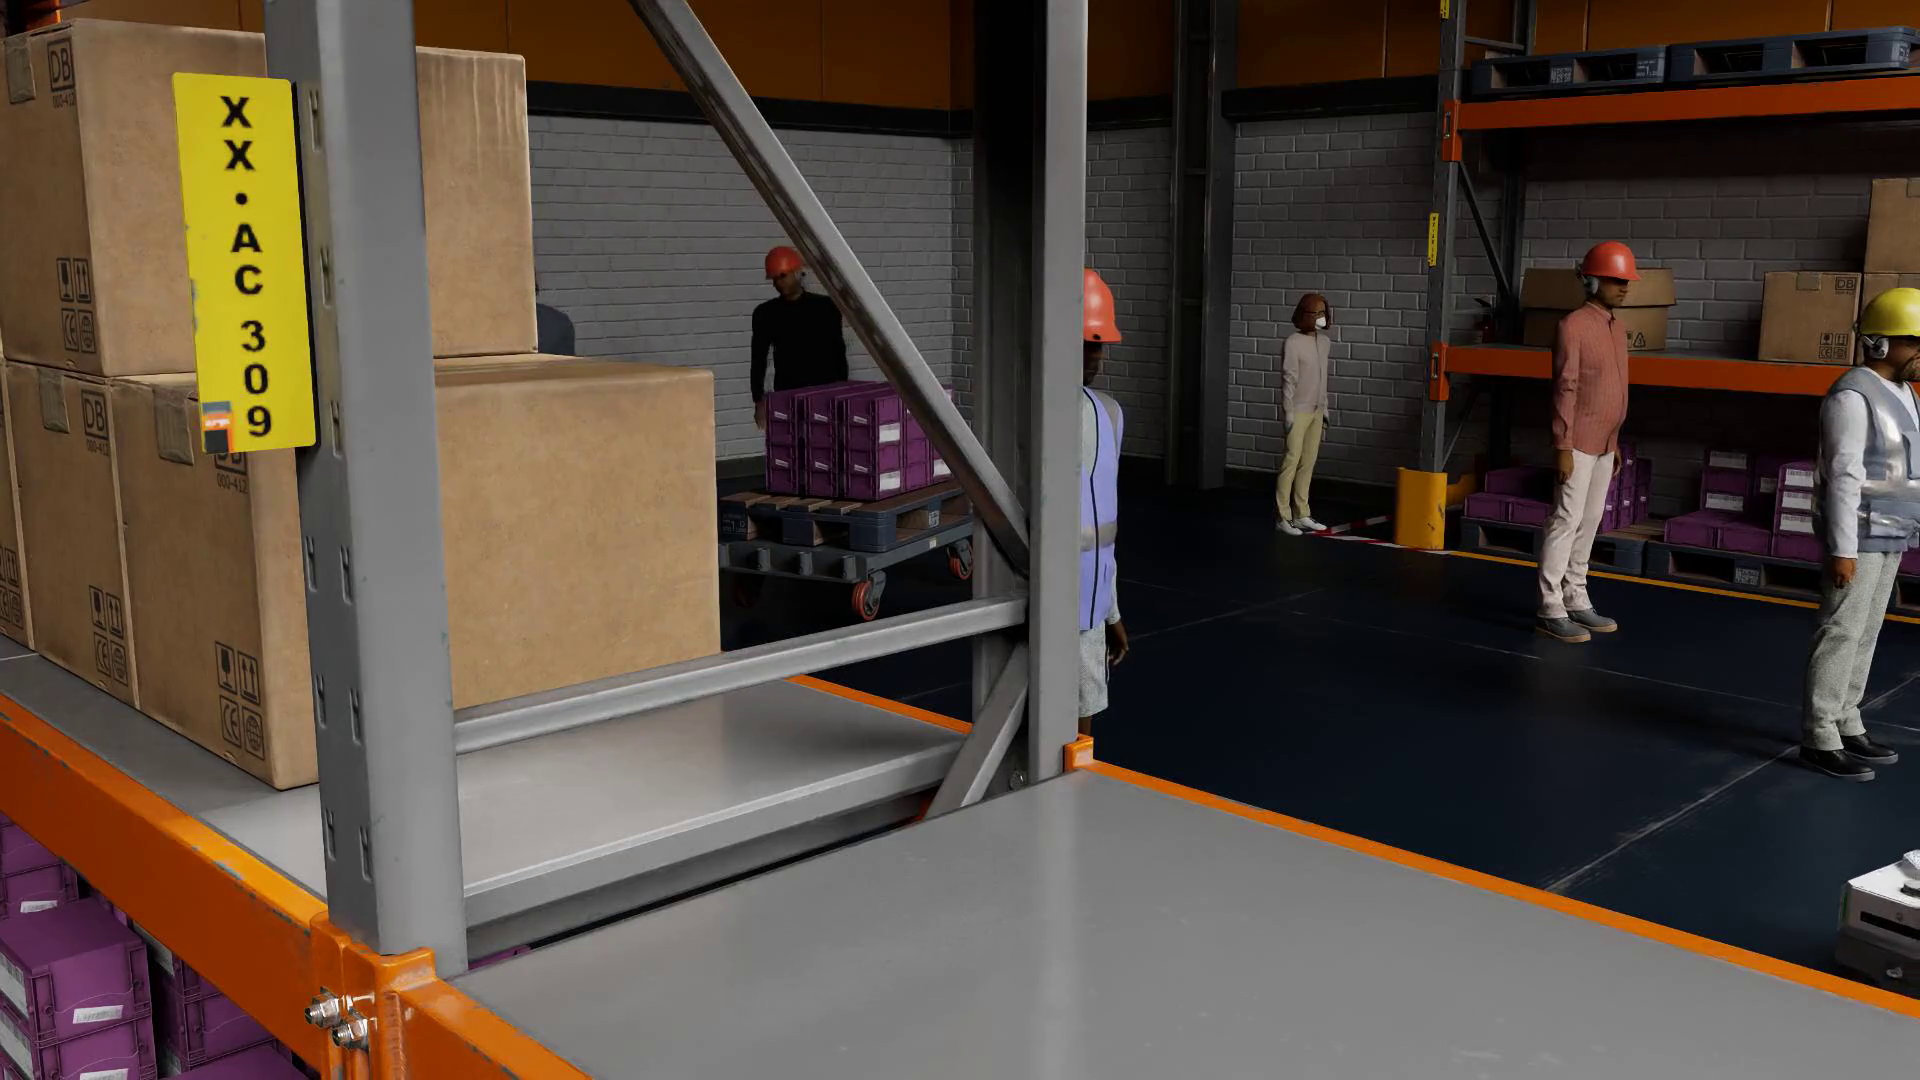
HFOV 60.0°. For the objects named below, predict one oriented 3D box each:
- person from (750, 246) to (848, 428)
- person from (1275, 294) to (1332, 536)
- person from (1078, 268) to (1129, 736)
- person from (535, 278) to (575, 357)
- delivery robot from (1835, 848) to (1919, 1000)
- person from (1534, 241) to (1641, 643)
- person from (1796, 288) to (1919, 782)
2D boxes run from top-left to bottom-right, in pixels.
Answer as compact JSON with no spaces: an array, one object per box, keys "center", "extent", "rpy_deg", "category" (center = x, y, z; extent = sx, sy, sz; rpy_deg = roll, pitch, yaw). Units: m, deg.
[{"center":[-1.070,-0.967,11.072],"extent":[0.628,1.945,0.583],"rpy_deg":[1,10,4],"category":"person"},{"center":[2.352,-0.854,11.309],"extent":[0.507,1.632,0.268],"rpy_deg":[-10,14,-44],"category":"person"},{"center":[0.292,0.205,4.716],"extent":[0.551,1.932,0.376],"rpy_deg":[-10,14,-44],"category":"person"},{"center":[-2.622,-0.721,9.957],"extent":[0.642,1.892,0.747],"rpy_deg":[-5,11,-24],"category":"person"},{"center":[2.567,0.937,4.231],"extent":[0.707,0.478,0.477],"rpy_deg":[-7,12,-32],"category":"delivery robot"},{"center":[3.164,-0.489,8.344],"extent":[0.622,1.989,0.399],"rpy_deg":[-10,14,-44],"category":"person"},{"center":[3.418,-0.023,6.241],"extent":[0.600,1.830,0.403],"rpy_deg":[-10,14,-44],"category":"person"}]
